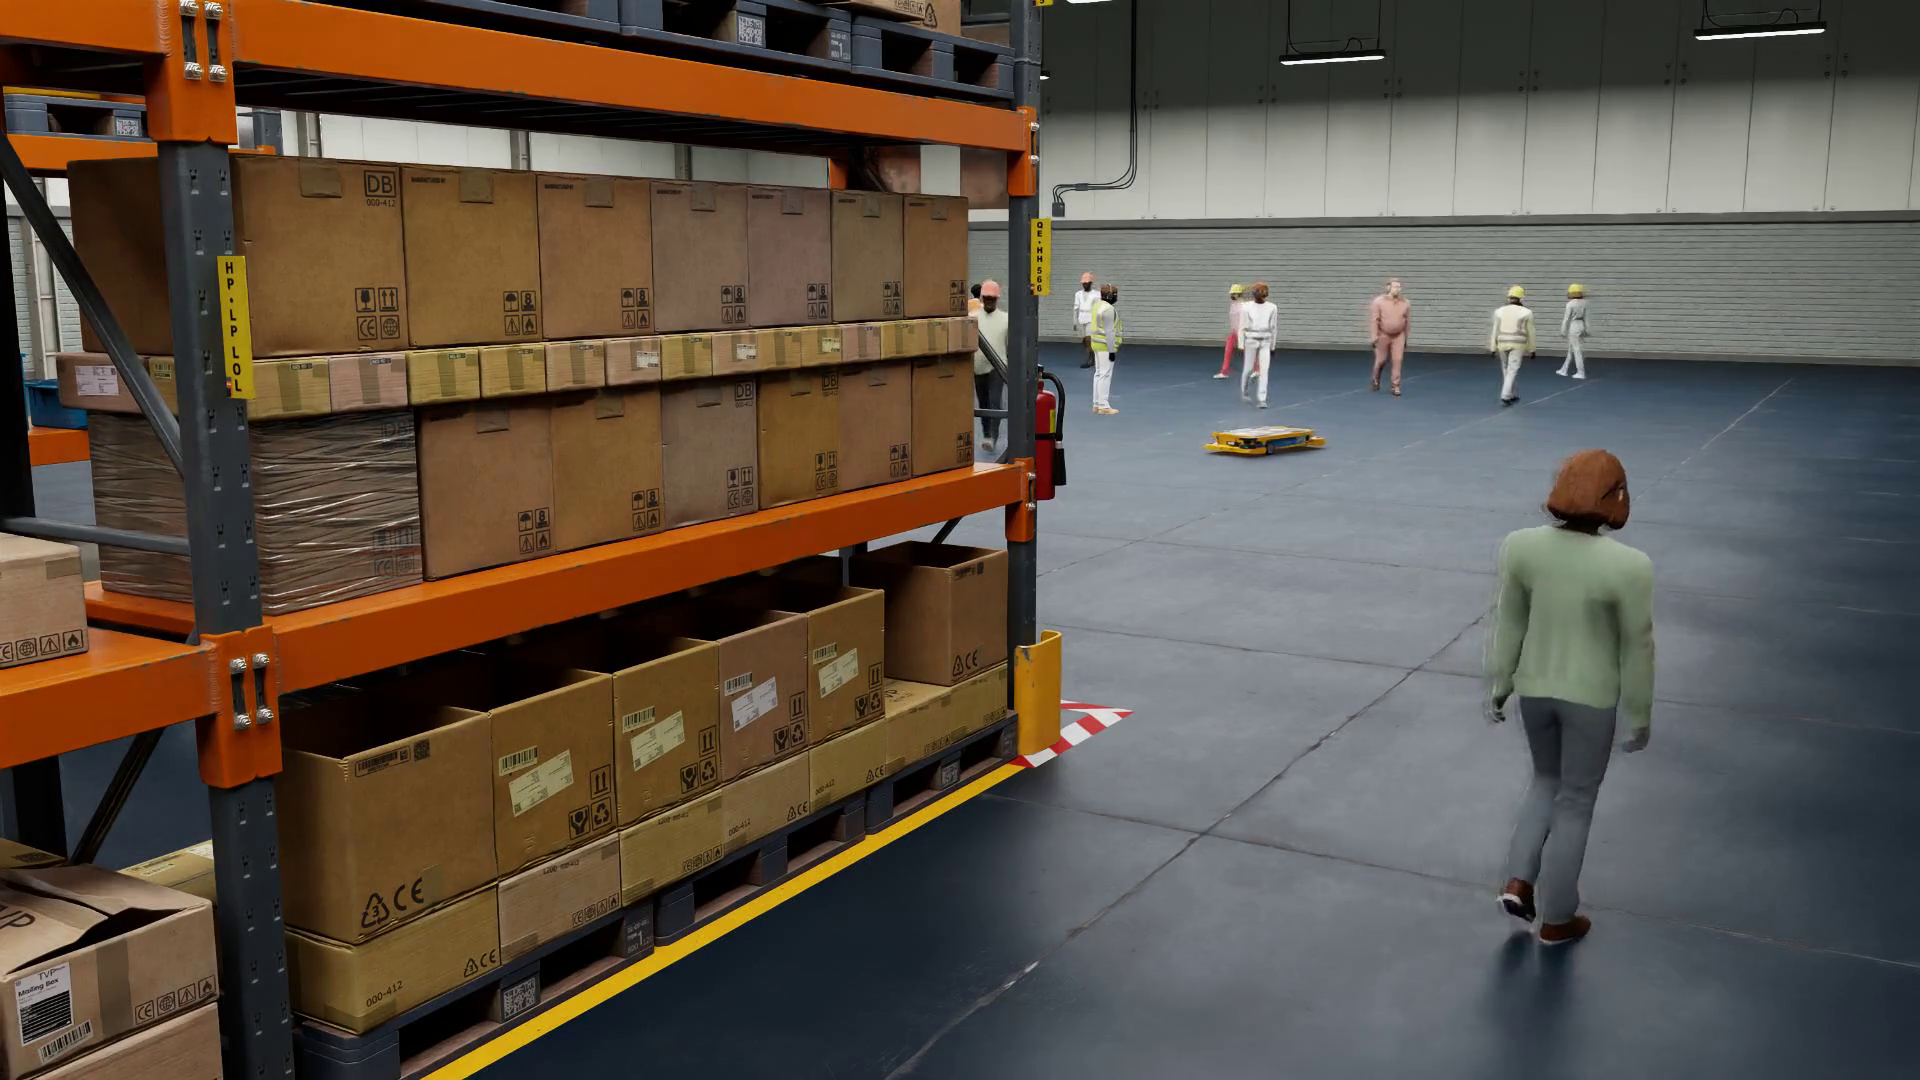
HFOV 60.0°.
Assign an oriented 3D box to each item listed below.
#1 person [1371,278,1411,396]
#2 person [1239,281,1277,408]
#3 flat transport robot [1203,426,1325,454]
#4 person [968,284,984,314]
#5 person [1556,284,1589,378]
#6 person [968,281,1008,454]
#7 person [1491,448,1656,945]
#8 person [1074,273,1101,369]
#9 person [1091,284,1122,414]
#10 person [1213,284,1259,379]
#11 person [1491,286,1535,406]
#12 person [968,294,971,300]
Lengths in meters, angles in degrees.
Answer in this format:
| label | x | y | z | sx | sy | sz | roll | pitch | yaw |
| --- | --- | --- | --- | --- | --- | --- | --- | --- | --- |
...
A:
| label | x | y | z | sx | sy | sz | roll | pitch | yaw |
| --- | --- | --- | --- | --- | --- | --- | --- | --- | --- |
| person | 6.938 | -3.286 | 26.837 | 0.650 | 1.884 | 0.702 | 0 | 10 | 1 |
| person | 4.392 | -2.896 | 24.612 | 0.582 | 1.863 | 0.808 | -1 | 10 | -3 |
| flat transport robot | 3.496 | -1.154 | 19.070 | 1.431 | 0.197 | 0.652 | -9 | 13 | -43 |
| person | 0.324 | -4.005 | 31.588 | 0.535 | 1.700 | 0.318 | 3 | 10 | 16 |
| person | 11.221 | -3.841 | 30.570 | 0.509 | 1.701 | 0.835 | -6 | 11 | -29 |
| person | 0.318 | -1.971 | 18.982 | 0.614 | 1.939 | 1.066 | 2 | 10 | 14 |
| person | 1.980 | 0.510 | 5.359 | 0.341 | 1.619 | 0.531 | -8 | 12 | -38 |
| person | 2.576 | -4.393 | 33.281 | 0.552 | 1.912 | 0.879 | 5 | 11 | 27 |
| person | 2.072 | -2.691 | 23.518 | 0.430 | 1.838 | 0.632 | -2 | 10 | -9 |
| person | 5.070 | -3.779 | 30.221 | 0.911 | 1.719 | 0.525 | -5 | 11 | -25 |
| person | 8.255 | -2.888 | 24.816 | 0.616 | 1.786 | 0.942 | 8 | 13 | 41 |
| person | -0.029 | -5.147 | 38.399 | 0.540 | 1.664 | 0.837 | -5 | 11 | -26 |
